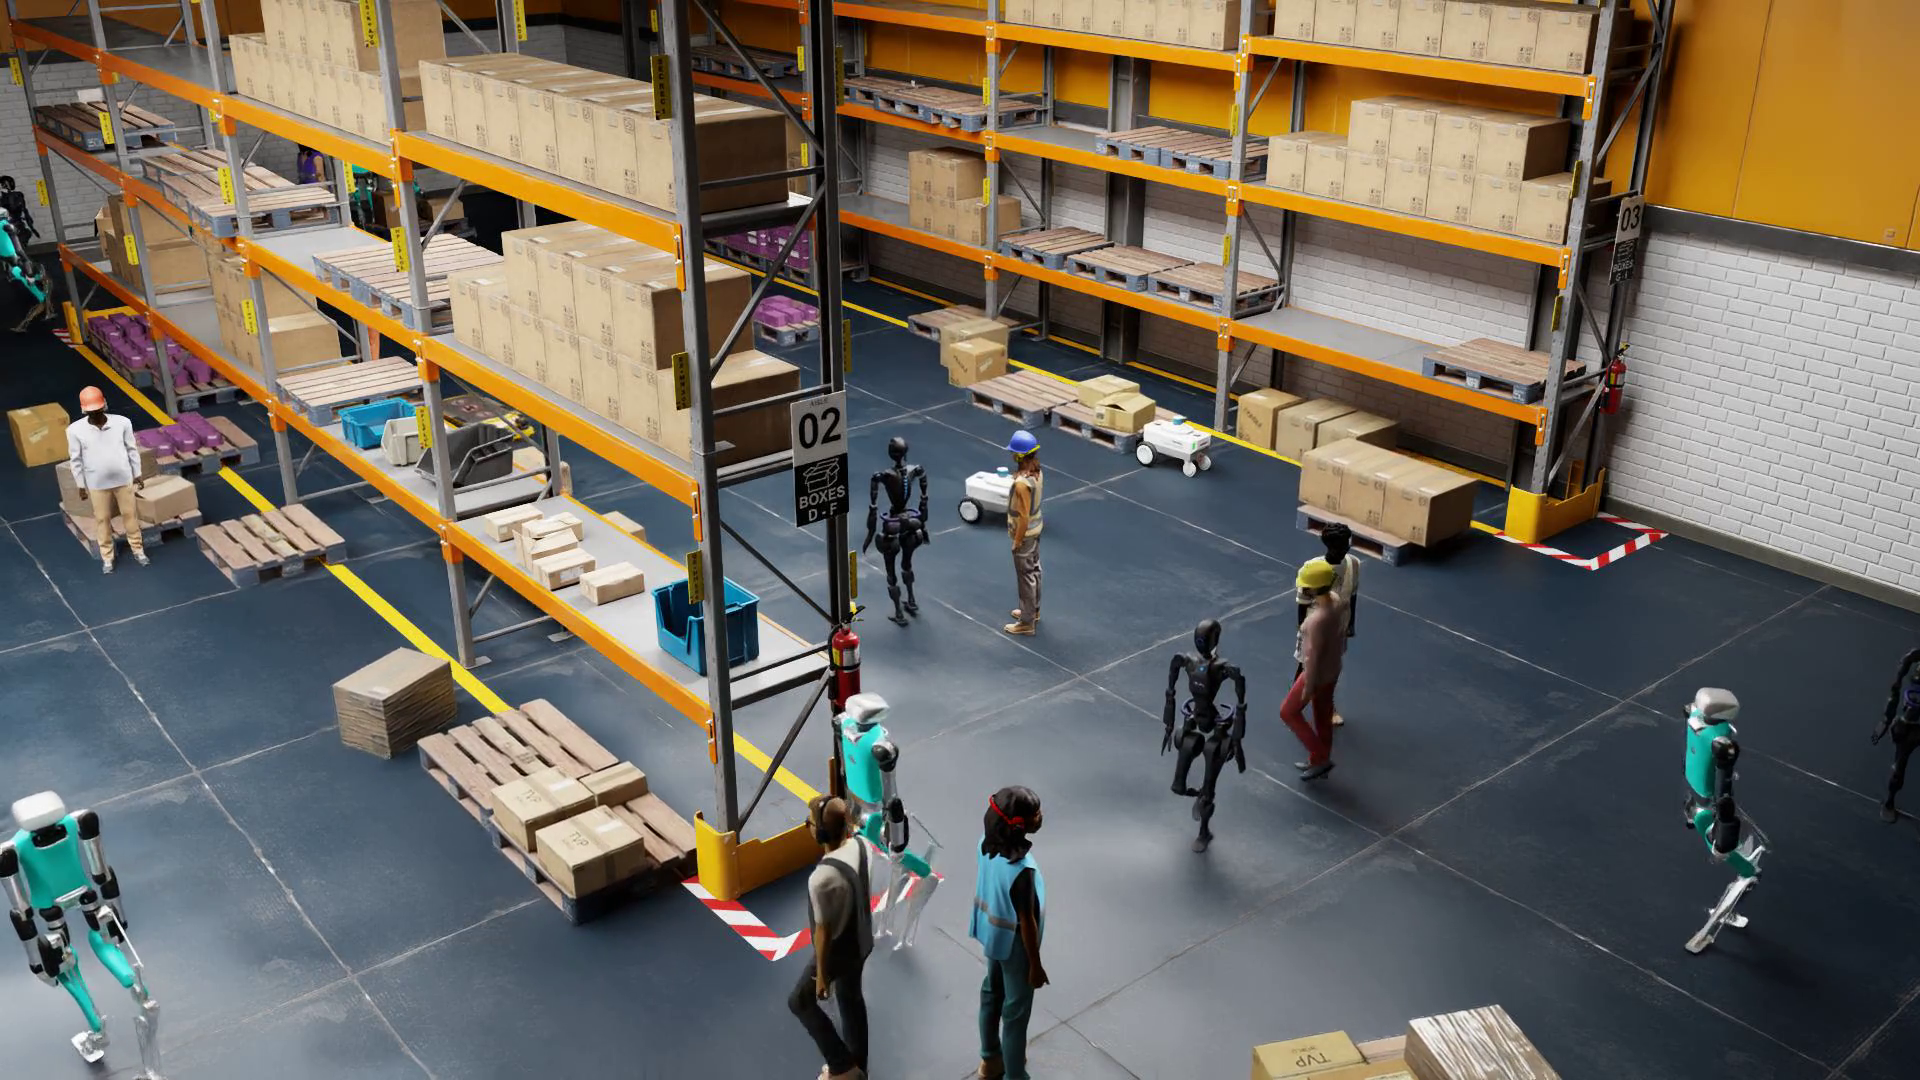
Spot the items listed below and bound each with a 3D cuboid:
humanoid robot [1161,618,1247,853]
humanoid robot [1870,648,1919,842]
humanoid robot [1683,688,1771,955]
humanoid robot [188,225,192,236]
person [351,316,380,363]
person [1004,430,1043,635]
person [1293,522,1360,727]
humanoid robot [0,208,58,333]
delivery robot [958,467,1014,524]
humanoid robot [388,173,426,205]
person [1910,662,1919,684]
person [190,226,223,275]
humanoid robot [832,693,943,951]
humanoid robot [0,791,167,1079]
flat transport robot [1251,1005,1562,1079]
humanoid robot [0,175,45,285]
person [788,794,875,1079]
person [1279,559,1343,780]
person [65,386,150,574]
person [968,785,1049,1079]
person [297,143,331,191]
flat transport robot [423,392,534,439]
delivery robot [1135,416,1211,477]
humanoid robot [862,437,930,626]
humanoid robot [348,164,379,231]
[{"bbox_3d":[1.649,1.253,10.973,0.601,1.646,0.459,12,26,26],"label":"humanoid robot"},{"bbox_3d":[6.421,1.242,11.012,0.616,1.633,0.675,8,25,18],"label":"humanoid robot"},{"bbox_3d":[4.660,1.676,9.901,0.883,1.764,0.597,0,23,-1],"label":"humanoid robot"},{"bbox_3d":[-10.806,-4.034,23.183,0.663,1.824,0.535,0,23,-1],"label":"humanoid robot"},{"bbox_3d":[-7.169,-2.727,20.083,0.501,1.759,0.338,14,27,30],"label":"person"},{"bbox_3d":[0.524,-0.065,13.889,0.318,1.776,0.478,7,24,15],"label":"person"},{"bbox_3d":[2.715,0.640,12.371,0.534,1.692,0.320,-10,25,-22],"label":"person"},{"bbox_3d":[-12.429,-3.616,22.185,0.530,1.725,1.021,10,25,21],"label":"humanoid robot"},{"bbox_3d":[0.416,-0.423,16.245,0.757,0.580,0.499,14,27,30],"label":"delivery robot"},{"bbox_3d":[-9.280,-6.165,28.144,1.018,1.784,0.536,6,24,15],"label":"humanoid robot"},{"bbox_3d":[7.813,0.263,12.951,0.546,1.926,0.388,13,27,28],"label":"person"},{"bbox_3d":[-10.239,-3.950,22.783,0.505,1.864,0.583,4,24,10],"label":"person"},{"bbox_3d":[-0.377,1.678,9.928,0.676,1.804,0.537,-18,29,-35],"label":"humanoid robot"},{"bbox_3d":[-4.536,2.197,8.749,1.013,1.763,0.535,17,29,35],"label":"humanoid robot"},{"bbox_3d":[2.131,3.174,8.294,0.659,0.231,1.431,-6,24,-13],"label":"flat transport robot"},{"bbox_3d":[-13.866,-4.557,24.501,0.792,1.634,0.589,2,23,5],"label":"humanoid robot"},{"bbox_3d":[-0.664,2.135,8.728,0.430,1.827,0.542,13,26,27],"label":"person"},{"bbox_3d":[2.480,0.916,11.661,0.386,1.740,0.576,14,27,30],"label":"person"},{"bbox_3d":[-7.704,-0.559,15.065,0.571,1.749,0.342,-15,28,-31],"label":"person"},{"bbox_3d":[0.263,2.120,8.717,0.392,1.869,0.527,-11,26,-24],"label":"person"},{"bbox_3d":[-10.252,-5.557,26.434,0.530,1.924,0.424,14,27,29],"label":"person"},{"bbox_3d":[-5.488,-1.374,18.826,0.659,0.231,1.431,-21,31,-39],"label":"flat transport robot"},{"bbox_3d":[2.282,-1.029,17.661,0.774,0.592,0.499,21,31,39],"label":"delivery robot"},{"bbox_3d":[-0.542,-0.090,14.074,0.609,1.656,0.372,-13,26,-27],"label":"humanoid robot"},{"bbox_3d":[-9.729,-5.763,27.151,0.557,1.808,0.673,-6,24,-13],"label":"humanoid robot"}]
